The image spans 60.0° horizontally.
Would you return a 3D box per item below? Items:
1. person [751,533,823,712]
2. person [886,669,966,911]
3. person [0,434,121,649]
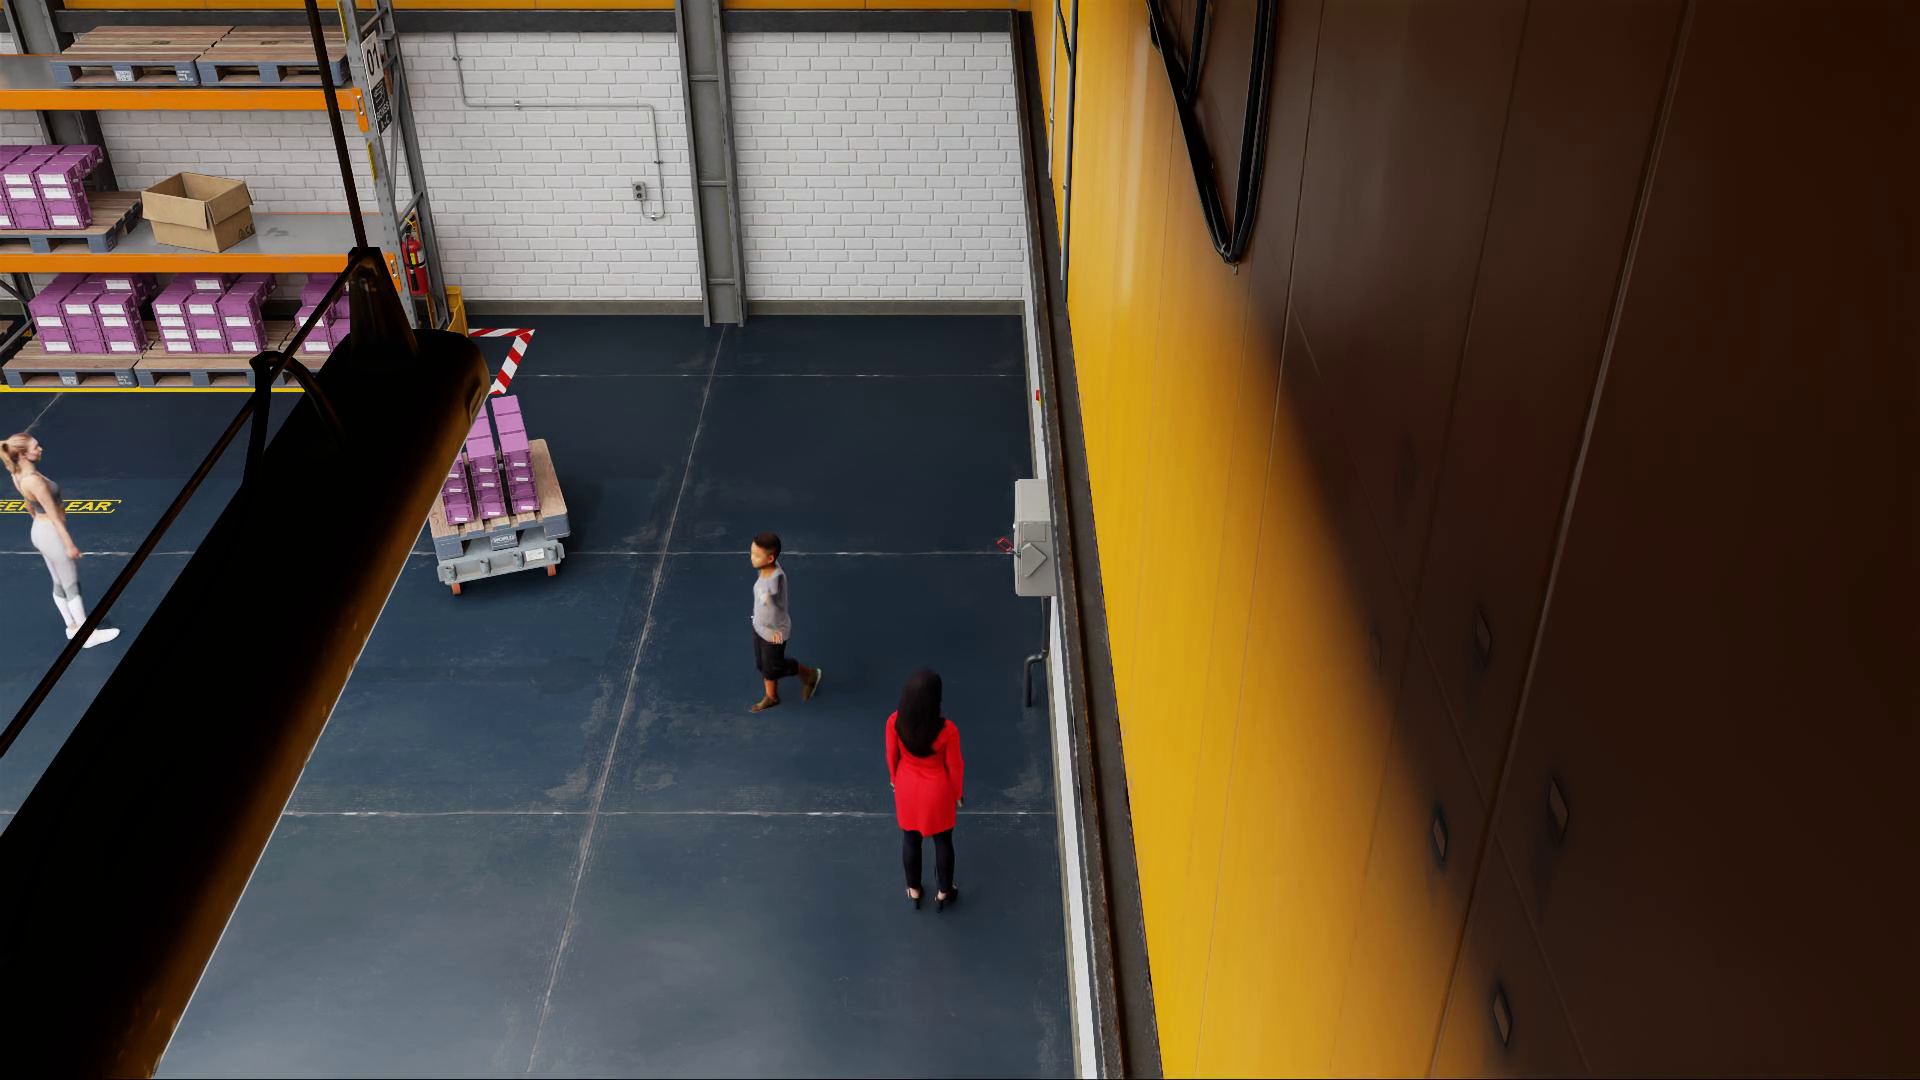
[{"bbox_3d":[-1.227,0.518,11.295,0.884,1.450,0.783,-18,38,-25],"label":"person"},{"bbox_3d":[-0.203,1.464,9.601,0.608,1.749,0.735,8,34,12],"label":"person"},{"bbox_3d":[-6.462,0.002,11.839,0.632,1.707,0.706,25,41,33],"label":"person"}]
